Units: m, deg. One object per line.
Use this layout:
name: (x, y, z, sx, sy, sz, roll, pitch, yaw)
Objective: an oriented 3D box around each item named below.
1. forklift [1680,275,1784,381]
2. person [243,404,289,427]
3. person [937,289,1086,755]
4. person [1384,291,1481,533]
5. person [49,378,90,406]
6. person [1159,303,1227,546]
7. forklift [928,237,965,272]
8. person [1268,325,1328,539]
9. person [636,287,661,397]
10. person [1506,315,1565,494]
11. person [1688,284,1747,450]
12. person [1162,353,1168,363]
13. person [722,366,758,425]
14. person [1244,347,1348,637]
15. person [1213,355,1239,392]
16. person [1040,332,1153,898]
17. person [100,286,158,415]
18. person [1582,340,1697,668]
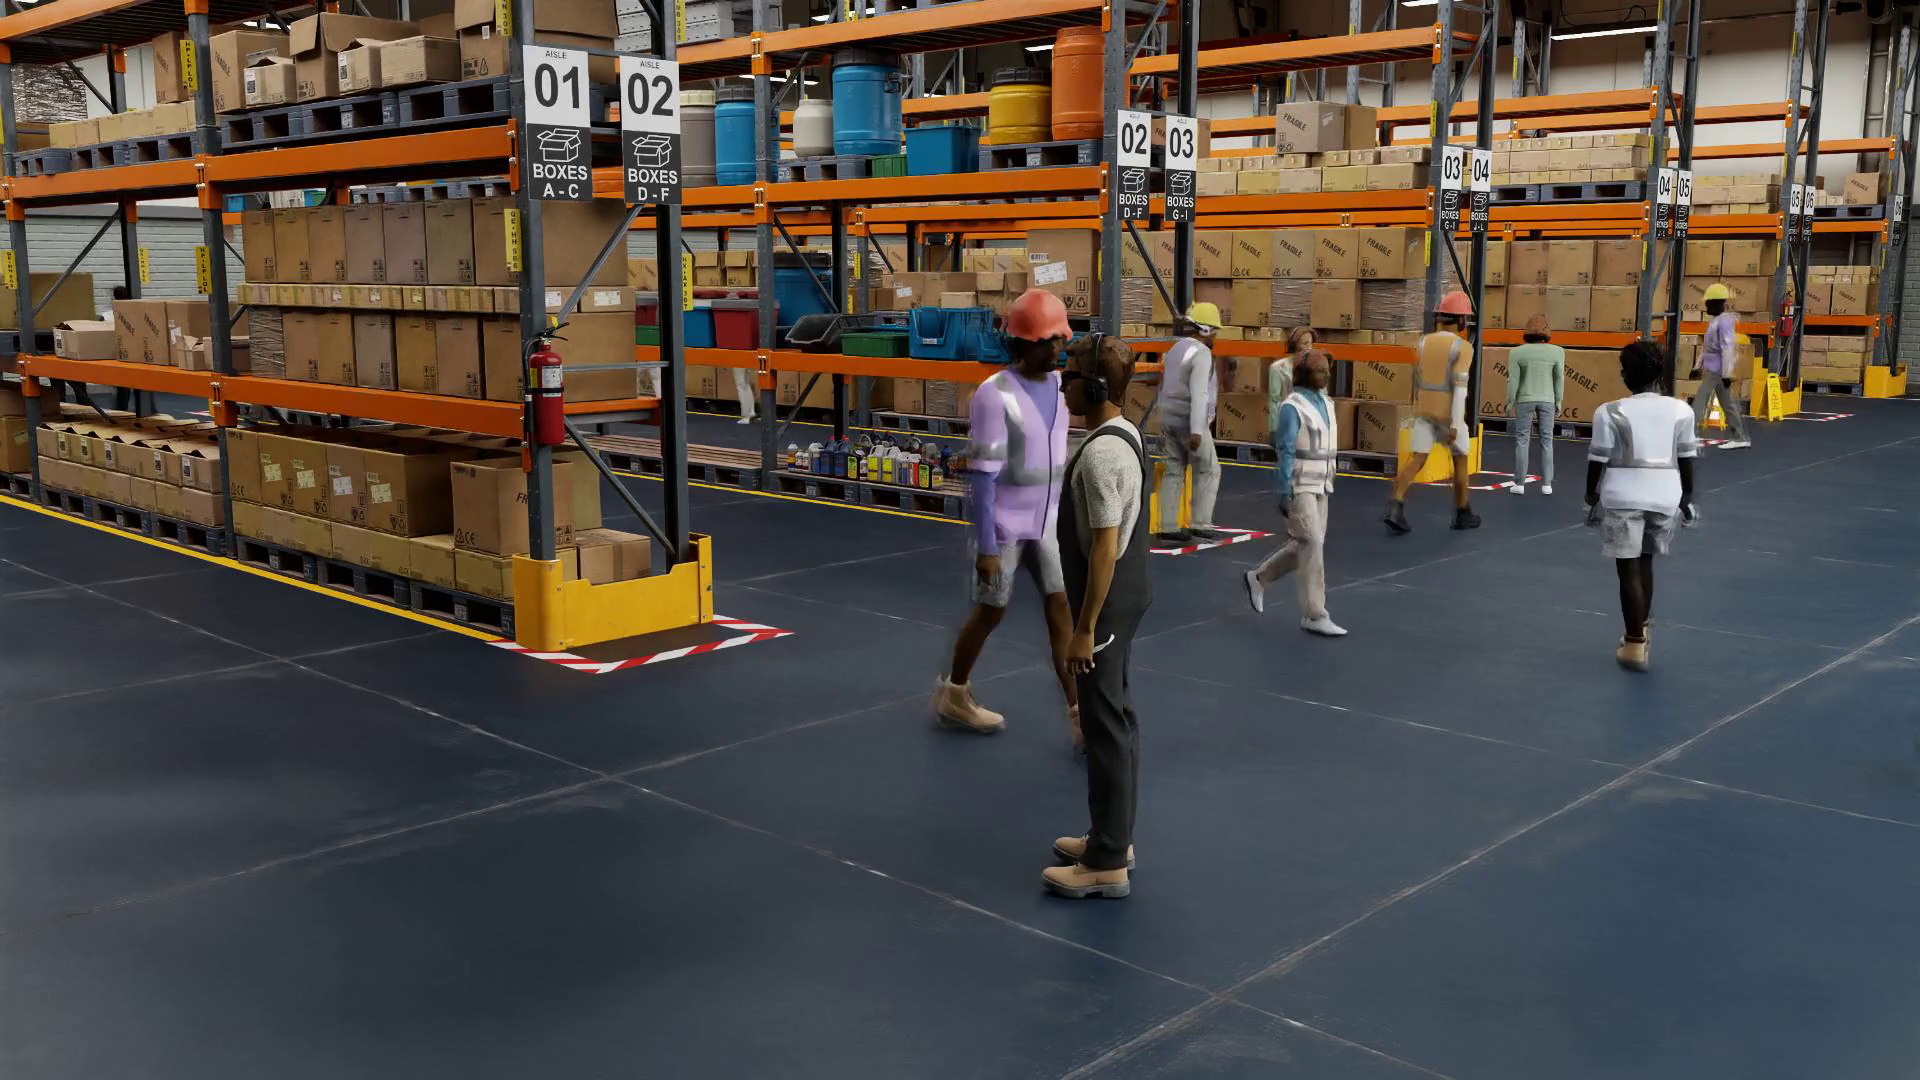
forklift: (12.480, -3.427, 27.053, 1.214, 2.155, 2.313, 9, 13, 43)
person: (-8.816, -2.279, 21.110, 0.928, 1.785, 0.621, 8, 13, 42)
person: (0.285, -0.075, 7.077, 0.681, 1.966, 1.060, -9, 13, -44)
person: (3.729, -0.997, 12.996, 1.008, 1.892, 0.541, -7, 12, -37)
person: (-10.864, -2.223, 20.174, 0.608, 1.987, 0.388, -9, 13, -43)
person: (1.740, -0.850, 12.341, 0.593, 1.793, 0.613, -4, 10, -22)
forklift: (-0.326, -5.817, 39.609, 1.129, 2.768, 1.873, 9, 13, 43)
person: (2.587, -0.842, 12.823, 0.526, 1.624, 0.513, -3, 10, -18)
person: (-4.434, -2.612, 23.153, 0.655, 1.792, 0.954, -9, 13, -43)
person: (5.242, -1.232, 15.178, 0.497, 1.633, 0.279, 2, 9, 11)
person: (8.539, -1.964, 18.934, 0.989, 1.875, 0.590, 3, 10, 18)
person: (2.549, -2.293, 20.919, 0.589, 1.894, 0.964, -8, 12, -39)
person: (-2.889, -2.338, 22.002, 0.500, 1.619, 0.429, -8, 12, -40)
person: (1.919, -0.293, 9.472, 0.677, 1.620, 0.521, 8, 12, 40)
person: (3.232, -2.295, 20.979, 0.803, 1.871, 0.660, 1, 9, 6)
person: (0.455, 0.243, 5.488, 0.346, 1.846, 0.507, 2, 10, 13)
person: (-9.958, -2.112, 19.947, 0.605, 1.856, 0.966, -9, 13, -43)
person: (3.508, -0.200, 8.695, 0.563, 1.672, 0.622, -1, 9, -4)
